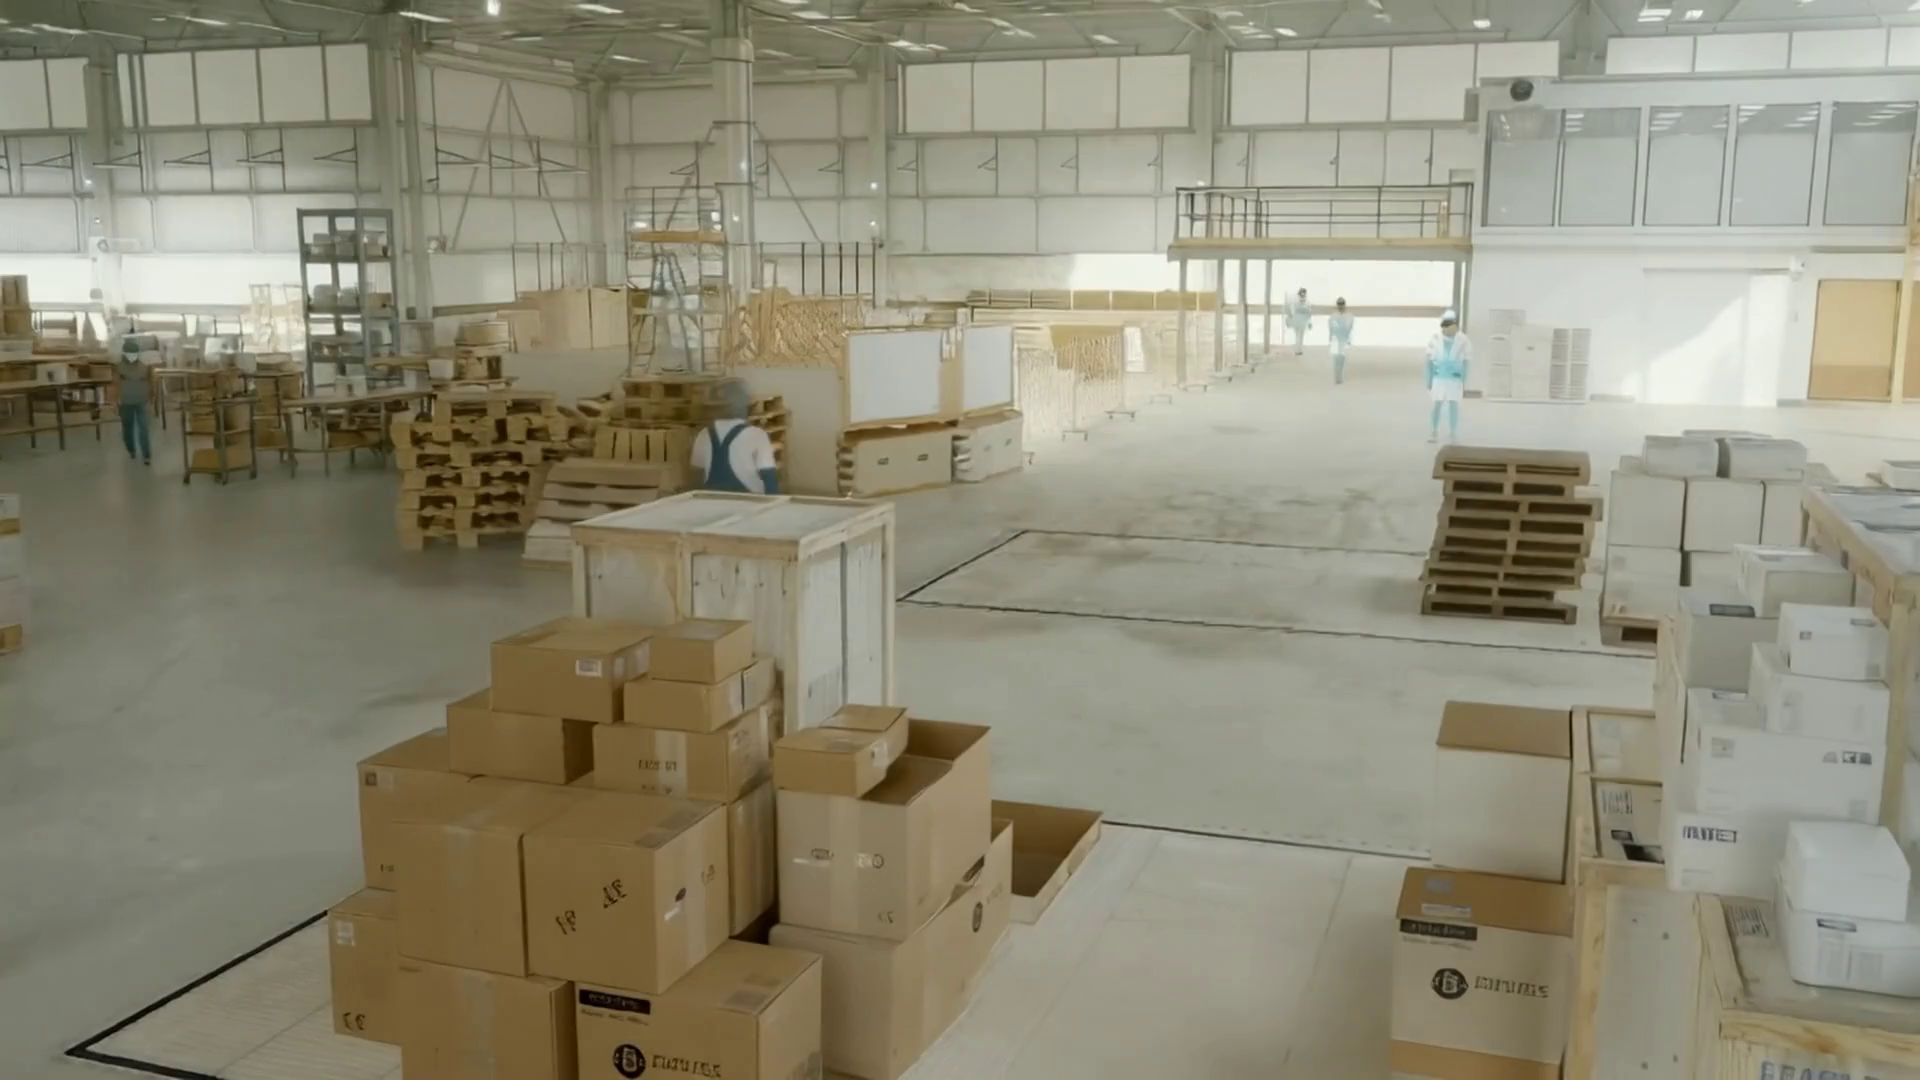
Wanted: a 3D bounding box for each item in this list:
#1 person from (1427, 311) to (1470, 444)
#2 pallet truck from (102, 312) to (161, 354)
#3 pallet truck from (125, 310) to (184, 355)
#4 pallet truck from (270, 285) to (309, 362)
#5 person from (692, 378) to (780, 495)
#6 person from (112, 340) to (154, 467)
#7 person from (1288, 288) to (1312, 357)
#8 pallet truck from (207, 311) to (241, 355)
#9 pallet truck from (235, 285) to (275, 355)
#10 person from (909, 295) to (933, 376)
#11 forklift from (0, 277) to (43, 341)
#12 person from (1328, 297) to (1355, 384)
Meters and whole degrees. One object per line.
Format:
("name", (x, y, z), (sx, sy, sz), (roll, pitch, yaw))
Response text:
("person", (7.432, -2.467, 25.343), (0.609, 2.036, 0.402), (4, 11, 21))
("pallet truck", (-23.057, -5.777, 46.261), (0.680, 1.201, 1.601), (3, 11, 19))
("pallet truck", (-22.038, -5.665, 45.457), (0.704, 1.261, 1.522), (3, 11, 17))
("pallet truck", (-17.147, -5.700, 43.663), (0.823, 1.965, 1.885), (3, 11, 17))
("person", (-1.696, -0.287, 13.057), (0.682, 2.000, 1.022), (6, 12, 30))
("person", (-11.415, -1.902, 22.997), (0.523, 1.740, 0.724), (-5, 11, -27))
("person", (9.277, -5.944, 45.412), (0.625, 1.872, 1.006), (0, 10, -2))
("pallet truck", (-19.537, -5.575, 44.913), (0.653, 1.274, 1.630), (3, 11, 19))
("pallet truck", (-18.327, -5.835, 44.421), (0.823, 1.965, 1.885), (4, 11, 23))
("person", (-0.915, -4.753, 38.647), (0.575, 1.883, 0.356), (4, 11, 21))
("forklift", (-27.151, -6.329, 46.328), (1.157, 1.987, 2.680), (3, 11, 17))
("person", (8.361, -4.378, 36.534), (0.559, 1.887, 0.993), (1, 10, 4))
